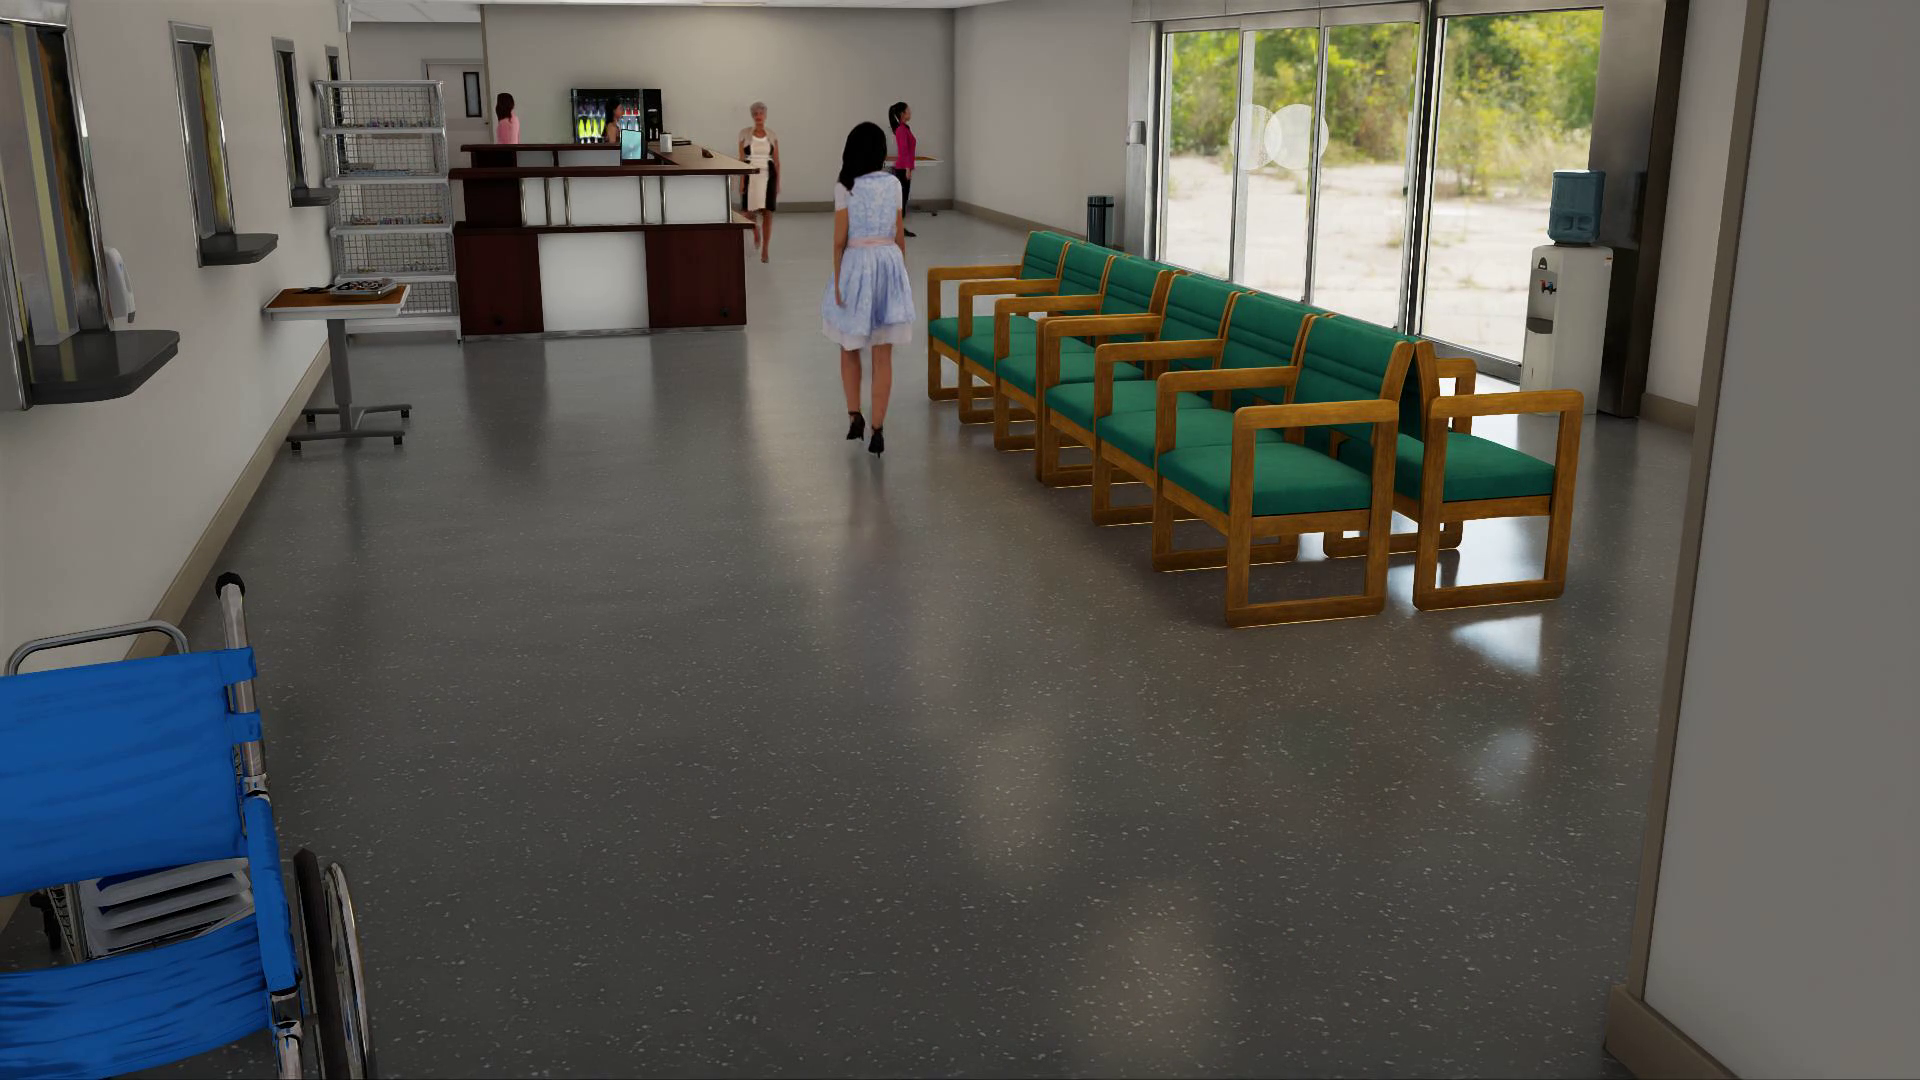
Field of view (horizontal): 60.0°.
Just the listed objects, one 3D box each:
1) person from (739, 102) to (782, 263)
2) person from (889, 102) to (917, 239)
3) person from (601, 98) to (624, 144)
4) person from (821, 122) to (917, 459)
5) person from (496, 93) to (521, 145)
[{"bbox_3d":[-2.250,-3.979,18.556,0.835,1.733,0.717,-3,16,-11],"label":"person"},{"bbox_3d":[-0.734,-4.758,21.388,0.616,1.696,0.615,-1,16,-5],"label":"person"},{"bbox_3d":[-4.209,-4.362,19.864,0.850,1.762,0.702,-2,16,-6],"label":"person"},{"bbox_3d":[-0.460,-1.333,9.045,0.770,1.802,0.769,-2,16,-9],"label":"person"},{"bbox_3d":[-5.946,-5.001,22.053,0.676,1.802,0.687,3,16,11],"label":"person"}]
